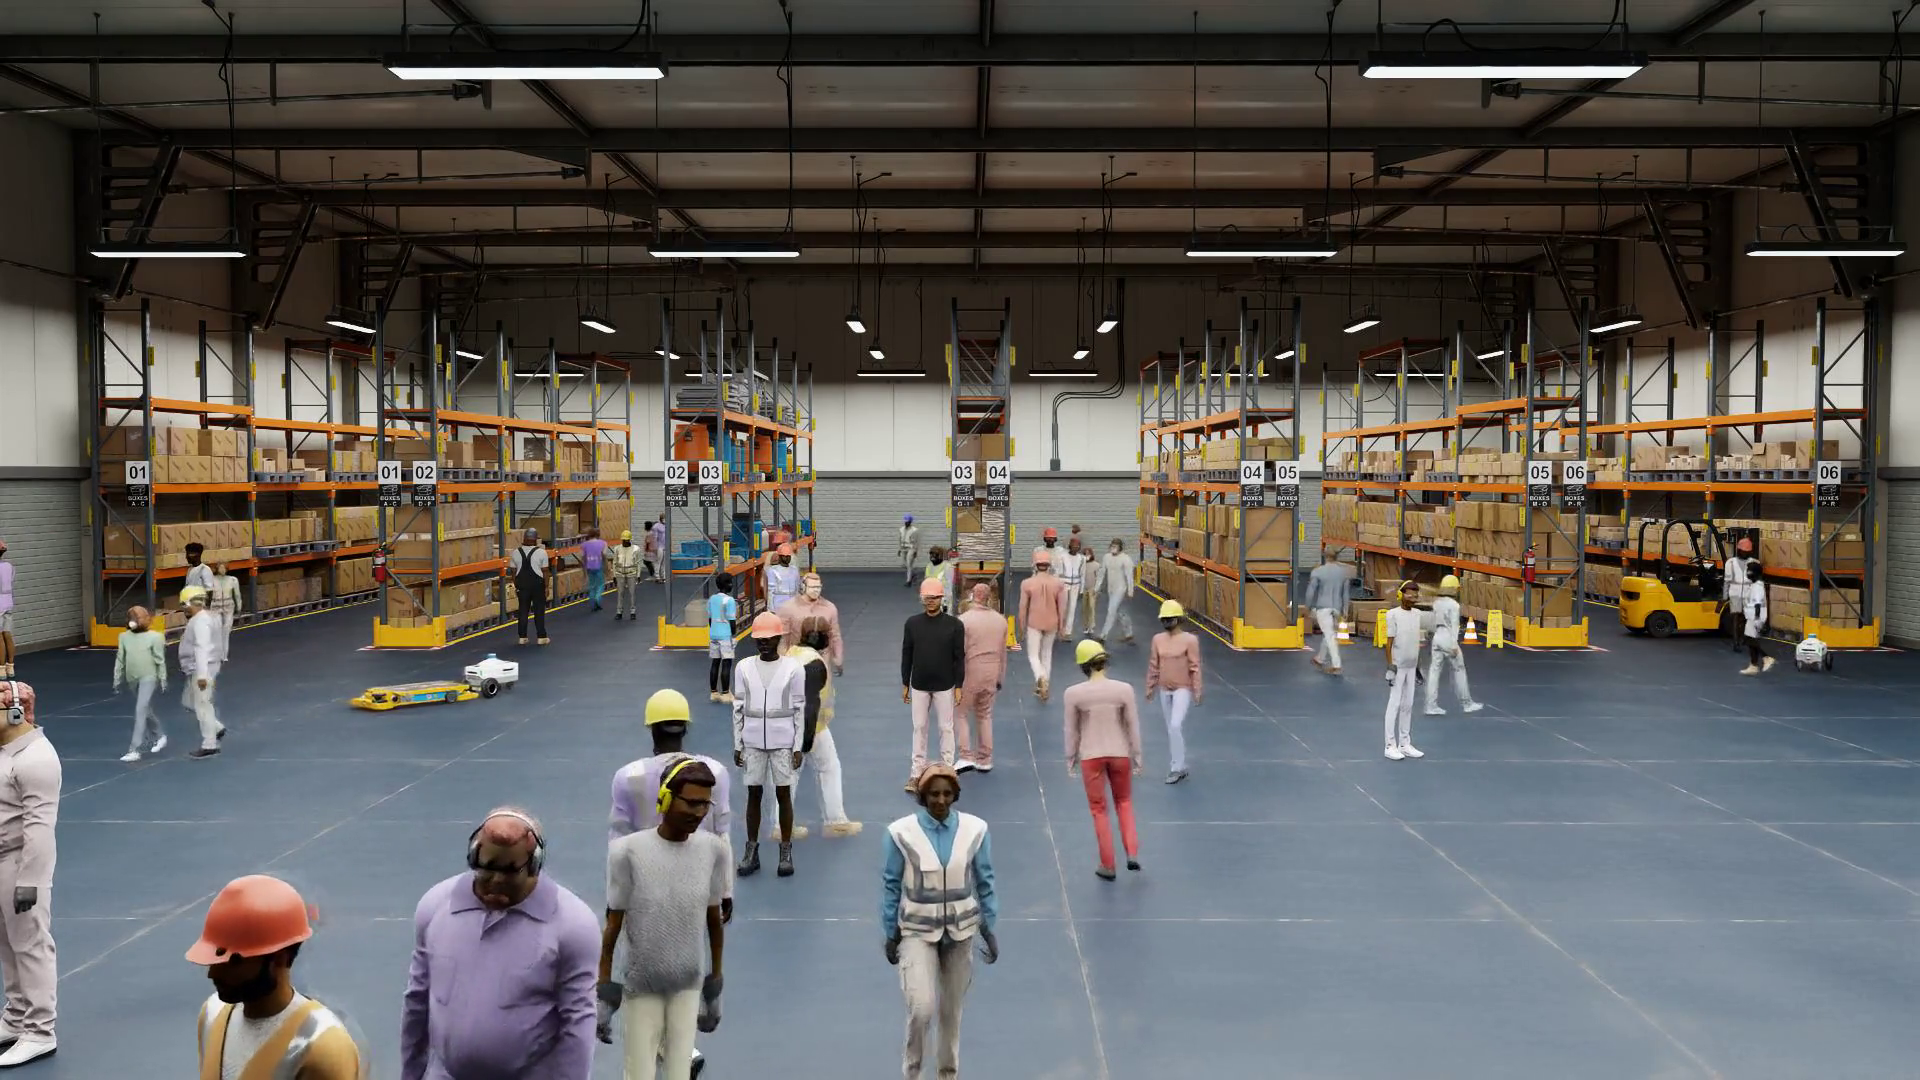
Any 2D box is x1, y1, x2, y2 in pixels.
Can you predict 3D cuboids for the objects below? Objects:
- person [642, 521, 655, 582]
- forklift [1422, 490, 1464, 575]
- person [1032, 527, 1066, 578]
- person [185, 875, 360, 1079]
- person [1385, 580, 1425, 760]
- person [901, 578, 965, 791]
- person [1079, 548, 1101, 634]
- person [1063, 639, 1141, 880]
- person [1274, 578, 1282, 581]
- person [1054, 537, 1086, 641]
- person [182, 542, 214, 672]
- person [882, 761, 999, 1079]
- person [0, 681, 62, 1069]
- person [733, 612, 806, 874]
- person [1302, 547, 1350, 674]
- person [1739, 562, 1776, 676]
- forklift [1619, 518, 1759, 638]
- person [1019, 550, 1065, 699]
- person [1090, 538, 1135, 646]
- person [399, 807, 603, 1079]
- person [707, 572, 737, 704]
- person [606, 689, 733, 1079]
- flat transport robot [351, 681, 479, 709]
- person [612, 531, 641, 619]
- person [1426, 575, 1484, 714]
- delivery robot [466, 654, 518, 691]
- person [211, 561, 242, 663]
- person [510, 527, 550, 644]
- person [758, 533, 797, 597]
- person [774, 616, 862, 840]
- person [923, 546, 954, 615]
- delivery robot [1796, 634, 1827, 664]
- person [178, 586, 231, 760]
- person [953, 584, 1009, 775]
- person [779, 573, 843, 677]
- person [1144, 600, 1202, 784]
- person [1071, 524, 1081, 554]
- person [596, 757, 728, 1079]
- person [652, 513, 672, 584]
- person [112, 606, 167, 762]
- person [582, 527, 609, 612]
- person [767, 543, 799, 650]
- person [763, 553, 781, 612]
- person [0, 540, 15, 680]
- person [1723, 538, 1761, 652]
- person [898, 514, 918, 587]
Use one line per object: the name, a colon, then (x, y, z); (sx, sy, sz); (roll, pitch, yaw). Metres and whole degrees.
person: (-8.675, 0.315, 44.962); (0.369, 1.686, 0.539); (0, 2, -9)
forklift: (13.926, -0.371, 47.846); (1.873, 2.768, 1.129); (0, 2, 0)
person: (1.609, 0.781, 28.865); (0.636, 2.025, 0.686); (0, 2, 3)
person: (-1.779, 1.814, 4.307); (0.568, 1.920, 0.730); (2, 3, 34)
person: (4.656, 1.341, 16.860); (0.513, 1.864, 0.337); (-1, 3, -33)
person: (-0.256, 1.347, 15.057); (0.612, 1.995, 0.379); (1, 2, 13)
person: (2.334, 0.953, 29.830); (0.513, 1.599, 0.799); (1, 2, 17)
person: (1.034, 1.602, 11.865); (0.552, 1.731, 0.421); (0, 2, -7)
person: (6.772, 0.642, 34.858); (0.600, 1.827, 0.404); (0, 2, 2)
person: (1.927, 0.867, 28.834); (0.656, 1.858, 0.528); (-1, 2, -15)
person: (-11.321, 1.006, 23.987); (0.614, 1.963, 0.362); (2, 3, 40)
person: (-0.087, 1.831, 7.428); (0.526, 1.623, 0.448); (-1, 2, -17)
person: (-4.802, 1.664, 8.177); (0.643, 1.908, 0.410); (2, 3, 44)
person: (-1.419, 1.498, 11.970); (0.545, 1.938, 0.360); (0, 2, 4)
person: (5.477, 1.041, 24.134); (0.633, 1.885, 1.025); (-1, 2, -22)
person: (11.674, 1.156, 23.681); (0.408, 1.679, 0.545); (1, 2, 20)
forklift: (13.417, 0.684, 29.791); (2.313, 2.155, 1.214); (0, 2, 0)
person: (1.089, 1.115, 21.182); (0.621, 1.974, 0.741); (0, 2, -12)
person: (2.695, 0.894, 28.017); (1.071, 1.877, 0.651); (-2, 3, -34)
person: (-1.535, 1.793, 5.295); (0.725, 1.874, 0.443); (0, 2, 7)
person: (-3.059, 1.260, 20.880); (0.319, 1.698, 0.539); (-2, 3, -44)
person: (-1.390, 1.684, 7.869); (0.599, 1.897, 0.893); (-1, 3, -27)
flat transport robot: (-7.023, 1.987, 20.831); (0.652, 0.197, 1.431); (2, 3, 42)
person: (-6.833, 0.715, 33.099); (0.588, 1.822, 0.403); (0, 2, -2)
person: (6.097, 1.288, 19.933); (0.823, 1.705, 0.512); (-1, 2, -22)
delivery robot: (-6.266, 1.769, 21.642); (0.477, 0.478, 0.707); (1, 3, 31)
person: (-11.516, 1.134, 25.239); (0.533, 1.596, 0.831); (-1, 3, -32)
person: (-7.492, 0.818, 28.313); (0.688, 2.000, 0.539); (0, 2, 7)
person: (-3.187, 0.845, 28.467); (0.602, 1.936, 1.040); (1, 3, 26)
person: (-1.149, 1.518, 13.136); (0.828, 1.806, 0.643); (-1, 3, -30)
person: (-0.366, 1.008, 25.660); (0.626, 1.825, 0.489); (2, 3, 45)
delivery robot: (12.860, 1.661, 24.376); (0.477, 0.478, 0.707); (2, 3, 35)
person: (-7.940, 1.376, 16.878); (0.420, 1.788, 0.673); (-1, 3, -27)
person: (0.177, 1.373, 15.986); (0.736, 1.869, 0.502); (-2, 3, -36)
person: (-1.562, 1.307, 17.312); (0.678, 1.884, 0.738); (-1, 2, -22)
person: (2.000, 1.450, 15.439); (0.557, 1.743, 0.640); (2, 3, 43)
person: (3.267, 0.360, 44.617); (0.525, 1.618, 0.502); (0, 2, 1)
person: (-1.198, 1.766, 6.383); (0.572, 1.840, 0.584); (-1, 3, -29)
person: (-8.146, 0.219, 44.216); (0.373, 1.935, 0.628); (1, 3, 33)
person: (-8.558, 1.472, 16.929); (0.532, 1.595, 0.823); (0, 2, 10)
person: (-7.894, 0.635, 34.971); (0.603, 1.829, 0.453); (0, 2, 5)
person: (-2.630, 1.009, 24.275); (0.542, 1.938, 0.357); (-2, 3, -41)
person: (-3.097, 1.033, 27.362); (0.514, 1.639, 0.310); (1, 2, 21)
person: (-13.948, 0.992, 23.378); (0.388, 2.045, 0.605); (0, 2, -1)
person: (13.132, 0.908, 27.137); (0.576, 1.912, 0.630); (1, 2, 19)
person: (-1.360, 0.269, 42.986); (0.625, 1.927, 0.506); (2, 3, 36)
